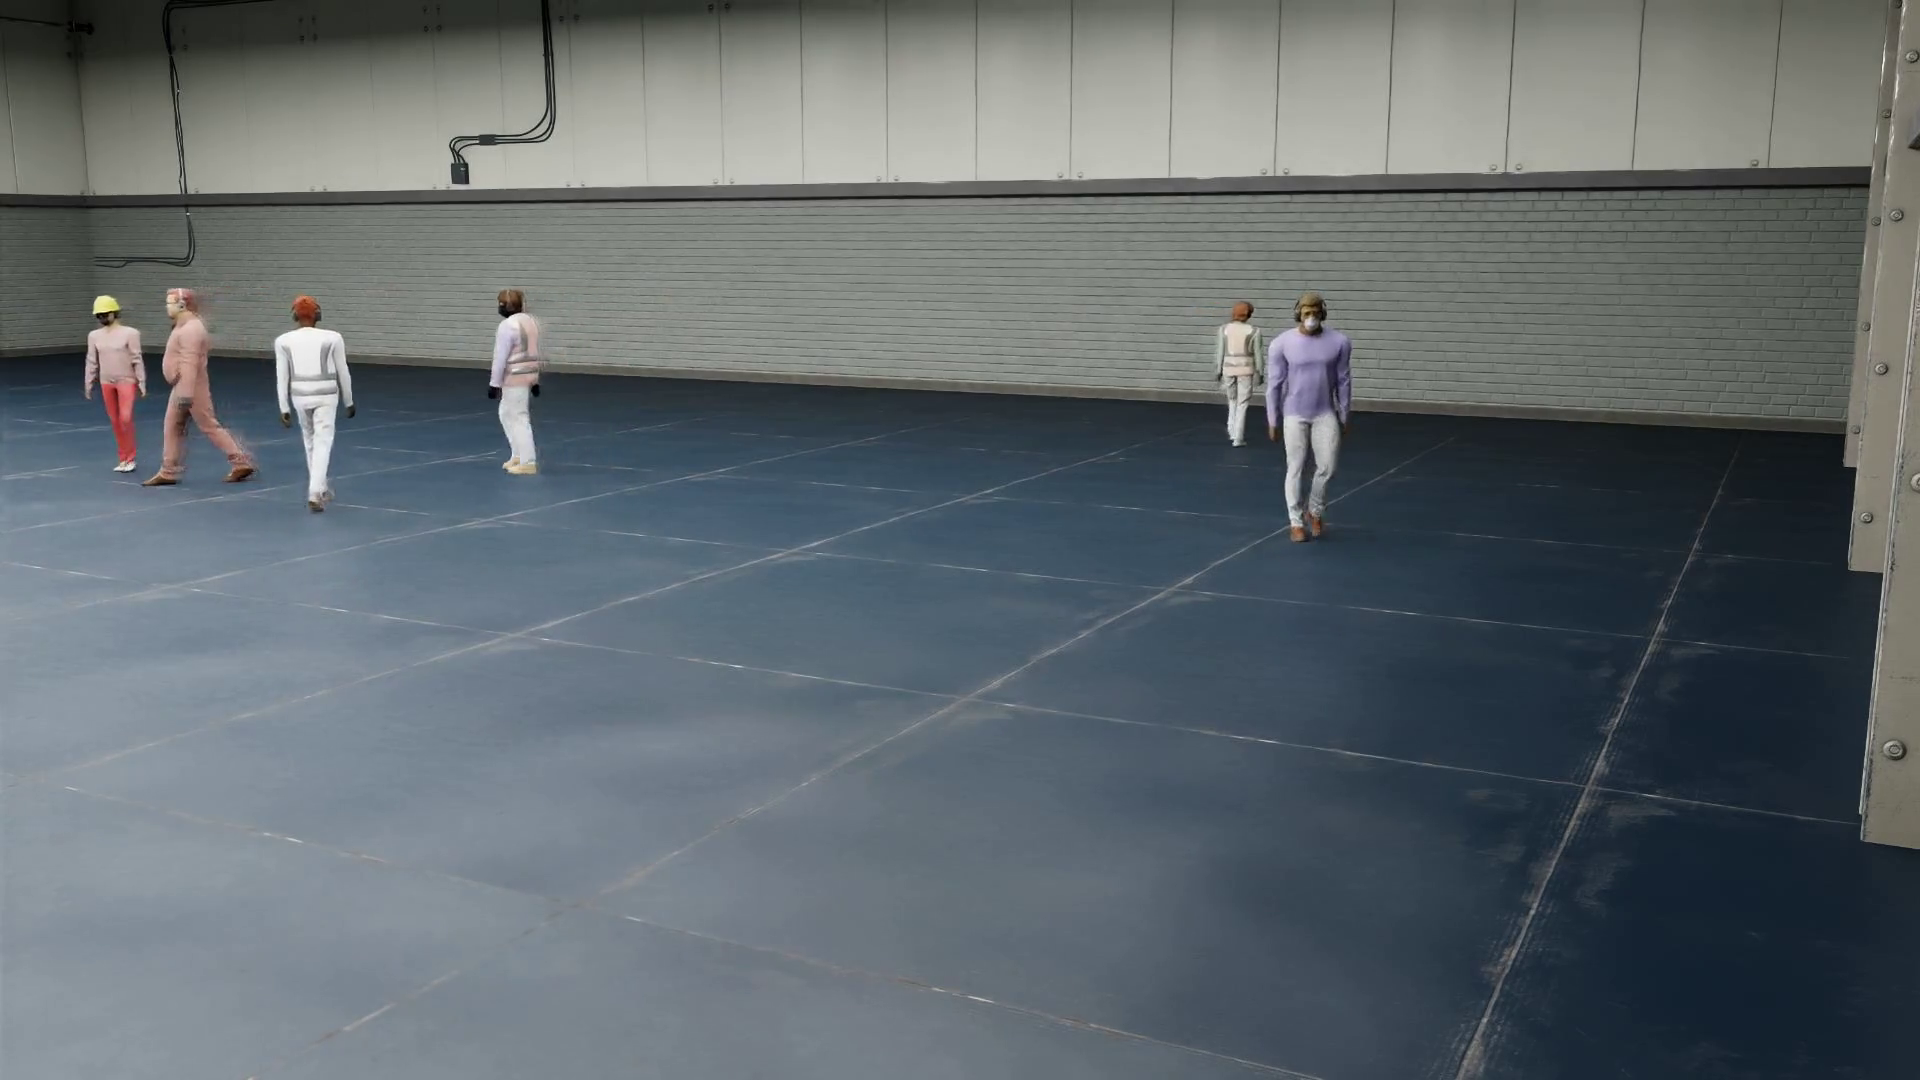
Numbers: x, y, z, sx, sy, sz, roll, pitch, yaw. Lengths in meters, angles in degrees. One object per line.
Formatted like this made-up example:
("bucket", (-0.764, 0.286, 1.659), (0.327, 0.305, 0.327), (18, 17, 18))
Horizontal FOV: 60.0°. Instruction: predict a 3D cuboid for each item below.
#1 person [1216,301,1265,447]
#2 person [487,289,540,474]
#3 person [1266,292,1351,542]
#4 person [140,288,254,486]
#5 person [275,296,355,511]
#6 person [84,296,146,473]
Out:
("person", (3.159, -1.853, 18.591), (0.538, 1.619, 0.568), (7, 12, 32))
("person", (-4.446, -1.552, 16.416), (0.567, 1.822, 0.629), (1, 10, 4))
("person", (2.665, -0.929, 12.724), (0.661, 1.919, 0.451), (0, 10, 1))
("person", (-7.227, -1.441, 15.693), (0.966, 1.867, 0.657), (-6, 12, -31))
("person", (-5.587, -1.184, 14.372), (0.578, 1.843, 0.973), (-1, 10, -3))
("person", (-8.396, -1.528, 16.435), (0.554, 1.747, 0.592), (1, 10, 4))
